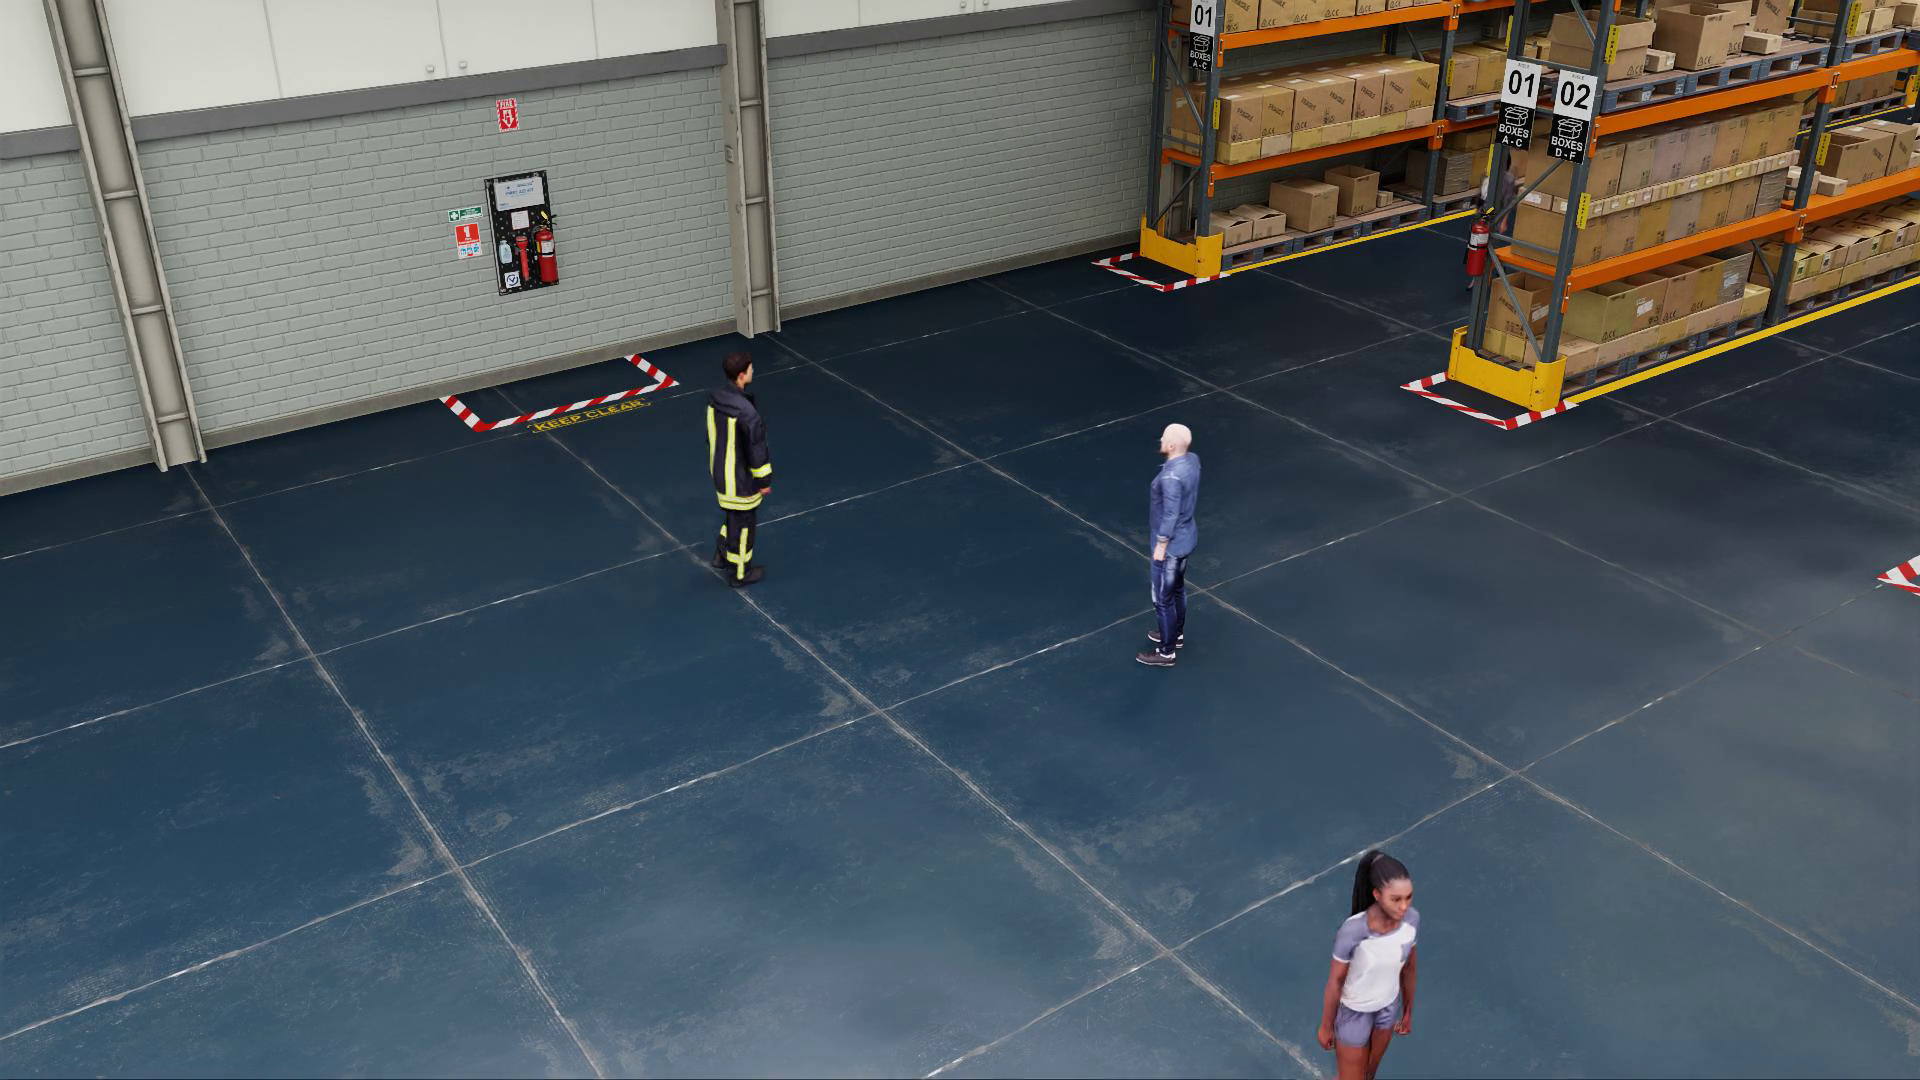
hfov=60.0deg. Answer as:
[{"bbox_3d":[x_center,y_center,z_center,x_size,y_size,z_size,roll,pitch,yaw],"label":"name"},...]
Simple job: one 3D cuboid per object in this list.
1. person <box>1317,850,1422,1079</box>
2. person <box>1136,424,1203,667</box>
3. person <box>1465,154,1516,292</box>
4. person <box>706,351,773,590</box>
[{"bbox_3d":[1.838,2.150,7.752,0.625,1.710,0.746,-11,29,-21],"label":"person"},{"bbox_3d":[1.491,0.019,11.763,0.864,1.826,0.741,11,29,20],"label":"person"},{"bbox_3d":[6.154,-3.682,19.130,0.826,1.663,0.668,-21,34,-35],"label":"person"},{"bbox_3d":[-1.770,-0.510,12.694,0.685,1.916,0.803,-20,33,-33],"label":"person"}]
